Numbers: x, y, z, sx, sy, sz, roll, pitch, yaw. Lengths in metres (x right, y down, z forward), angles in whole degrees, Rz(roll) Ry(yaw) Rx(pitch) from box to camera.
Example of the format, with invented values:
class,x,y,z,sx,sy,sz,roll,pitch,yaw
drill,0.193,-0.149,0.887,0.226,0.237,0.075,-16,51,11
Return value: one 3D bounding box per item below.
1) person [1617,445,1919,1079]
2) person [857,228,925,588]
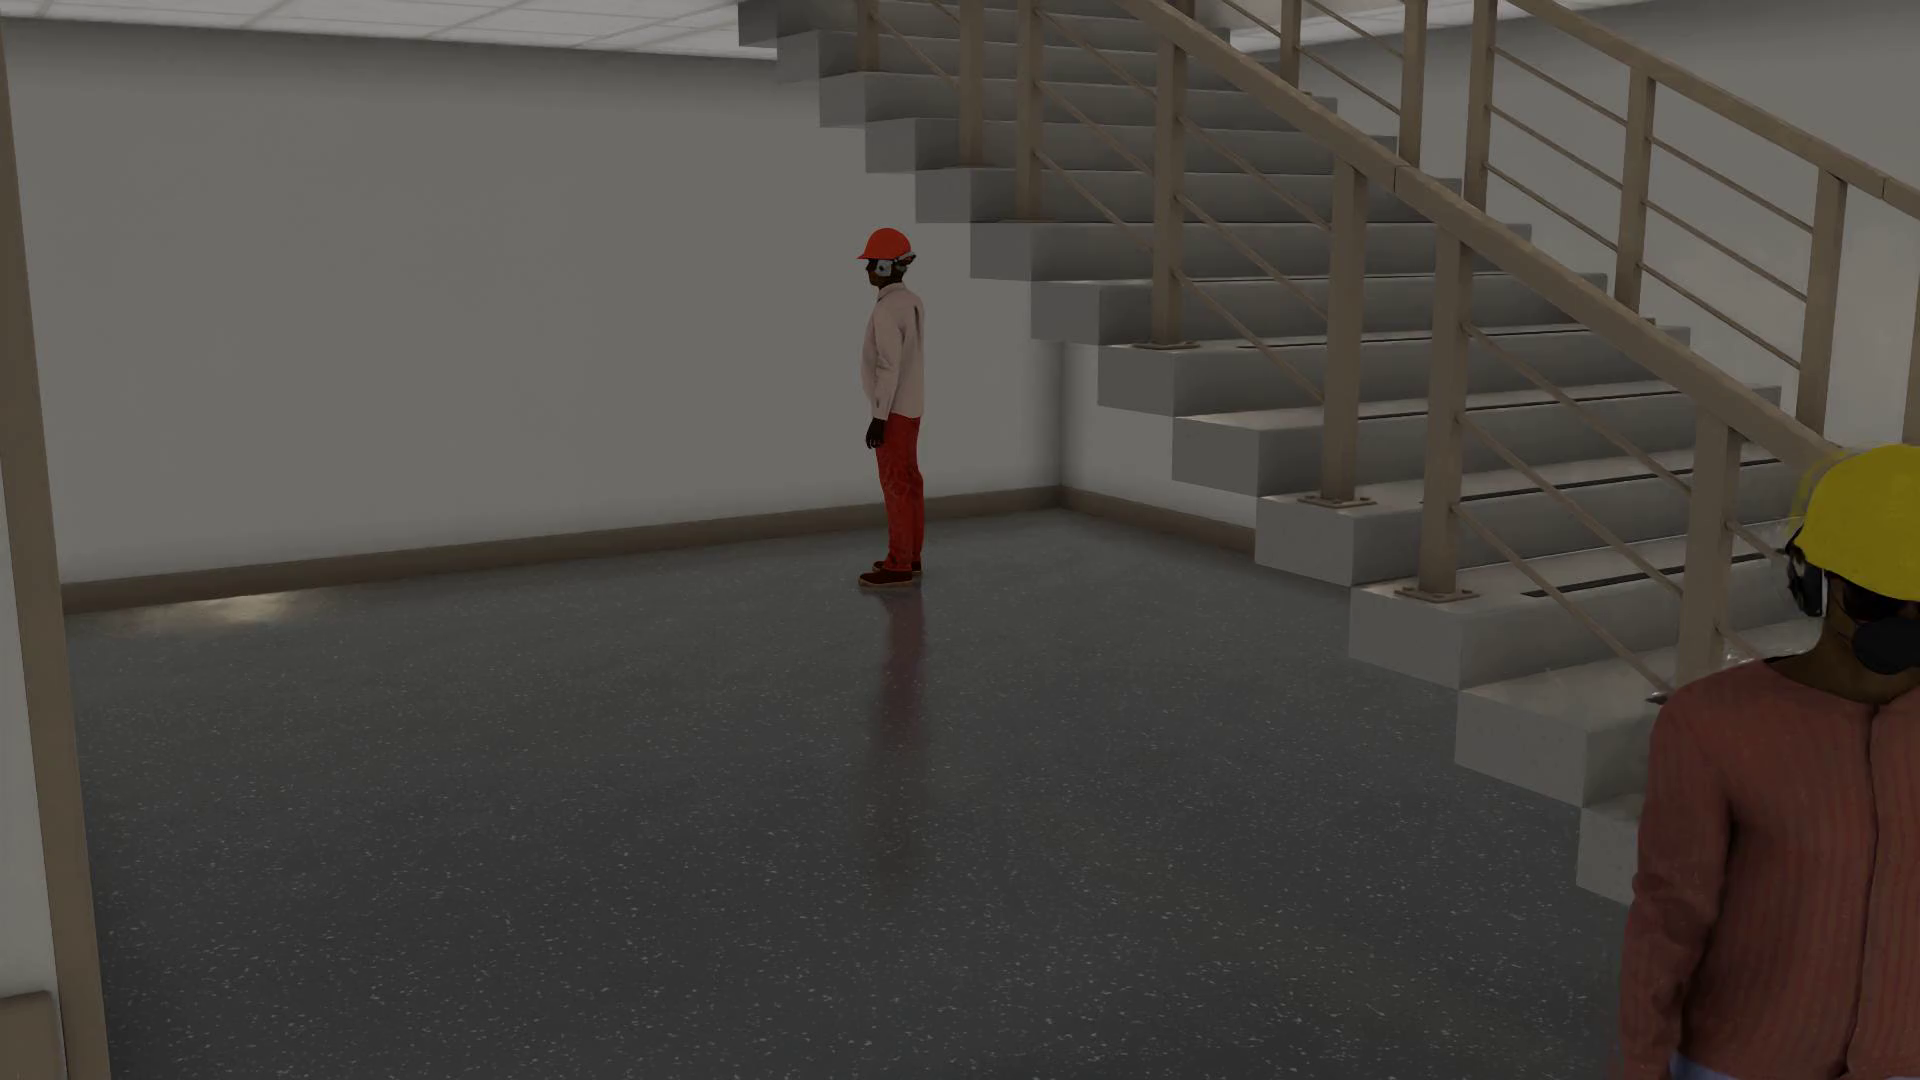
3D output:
class,x,y,z,sx,sy,sz,roll,pitch,yaw
person,1.179,0.712,2.393,0.529,1.747,0.542,0,11,-2
person,-0.381,-0.730,9.296,0.378,1.996,0.610,3,11,14
